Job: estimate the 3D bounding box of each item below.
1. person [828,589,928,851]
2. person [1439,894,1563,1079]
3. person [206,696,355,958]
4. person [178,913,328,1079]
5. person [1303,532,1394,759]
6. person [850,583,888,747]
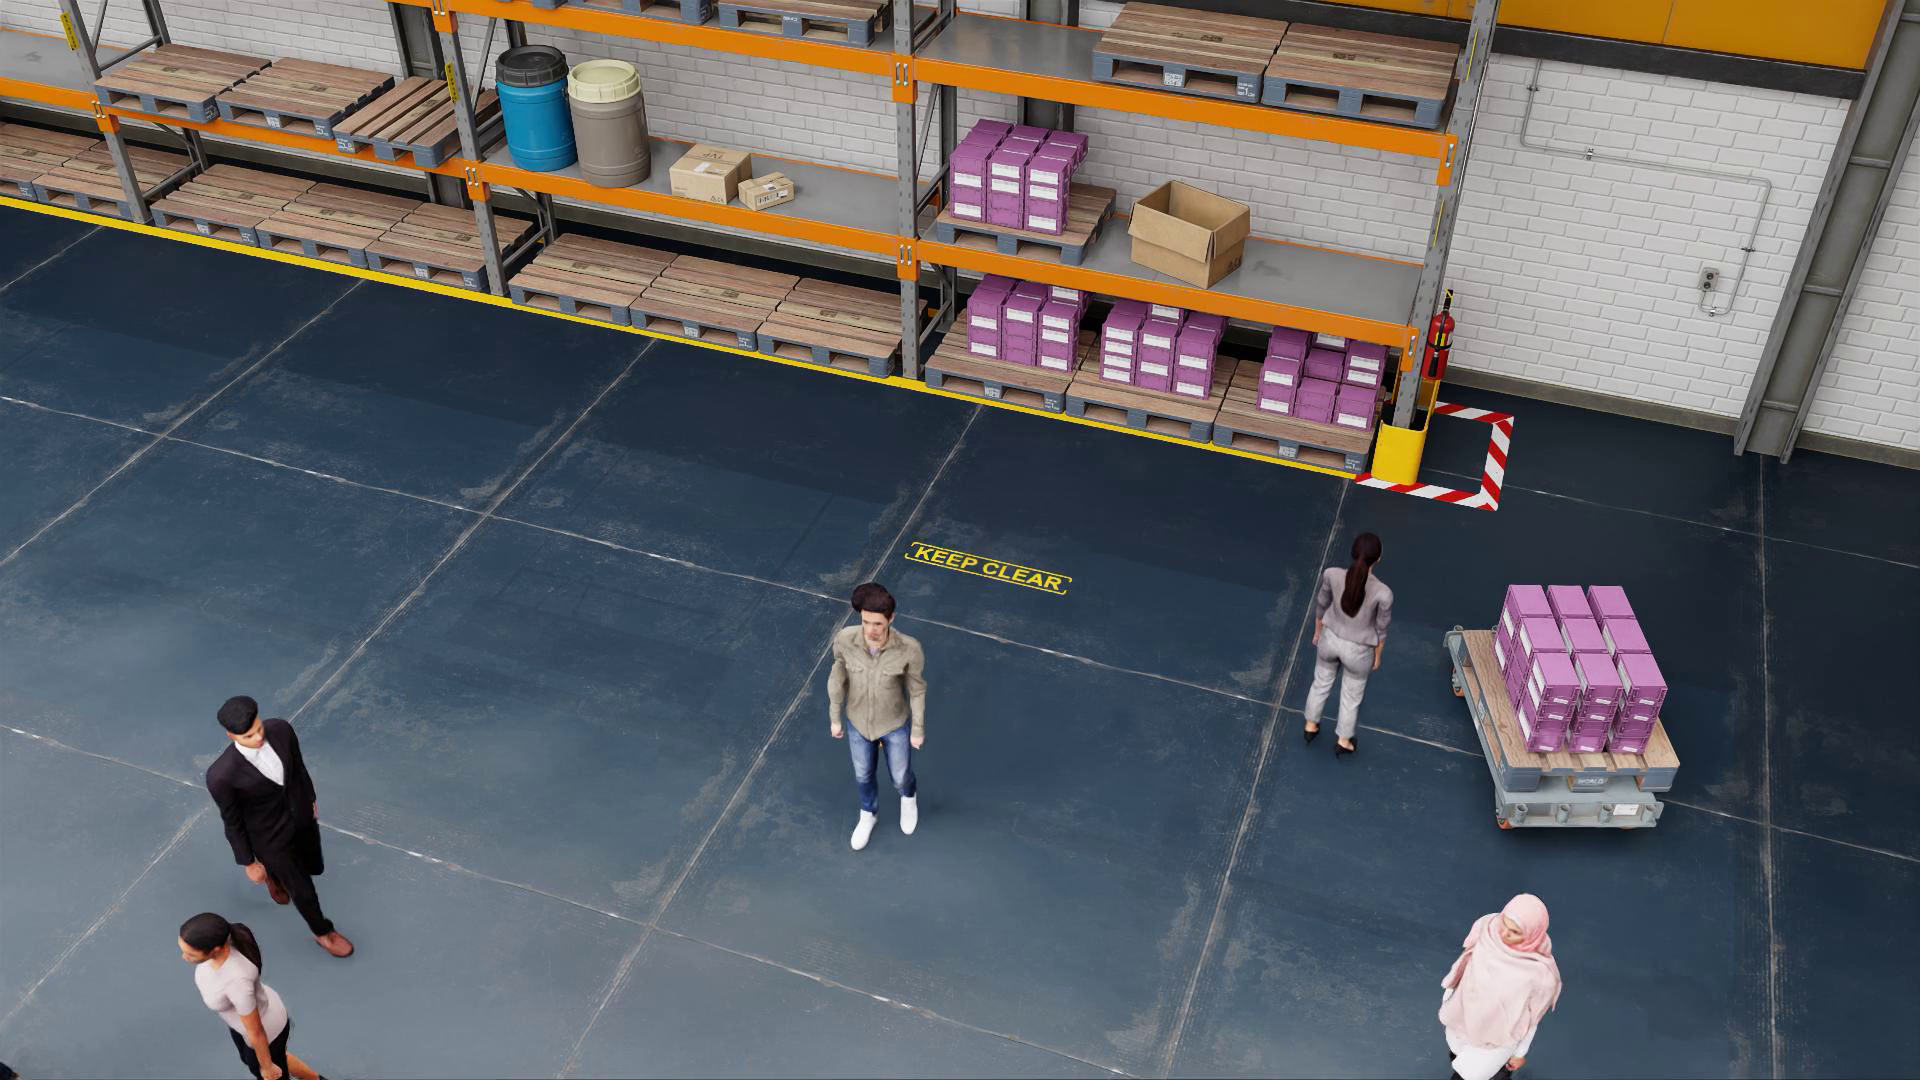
[{"bbox_3d":[-0.448,0.981,9.523,0.683,1.869,0.815,4,39,5],"label":"person"},{"bbox_3d":[2.563,2.286,7.962,1.089,1.779,1.139,-25,45,-28],"label":"person"},{"bbox_3d":[-3.700,1.495,8.892,1.015,1.855,0.803,19,43,23],"label":"person"},{"bbox_3d":[-3.318,2.330,7.950,0.808,1.725,0.722,-20,43,-23],"label":"person"},{"bbox_3d":[2.345,0.655,10.087,0.603,1.676,0.738,25,45,28],"label":"person"},{"bbox_3d":[-0.525,0.760,10.316,0.621,1.227,0.586,-5,39,-7],"label":"person"}]
